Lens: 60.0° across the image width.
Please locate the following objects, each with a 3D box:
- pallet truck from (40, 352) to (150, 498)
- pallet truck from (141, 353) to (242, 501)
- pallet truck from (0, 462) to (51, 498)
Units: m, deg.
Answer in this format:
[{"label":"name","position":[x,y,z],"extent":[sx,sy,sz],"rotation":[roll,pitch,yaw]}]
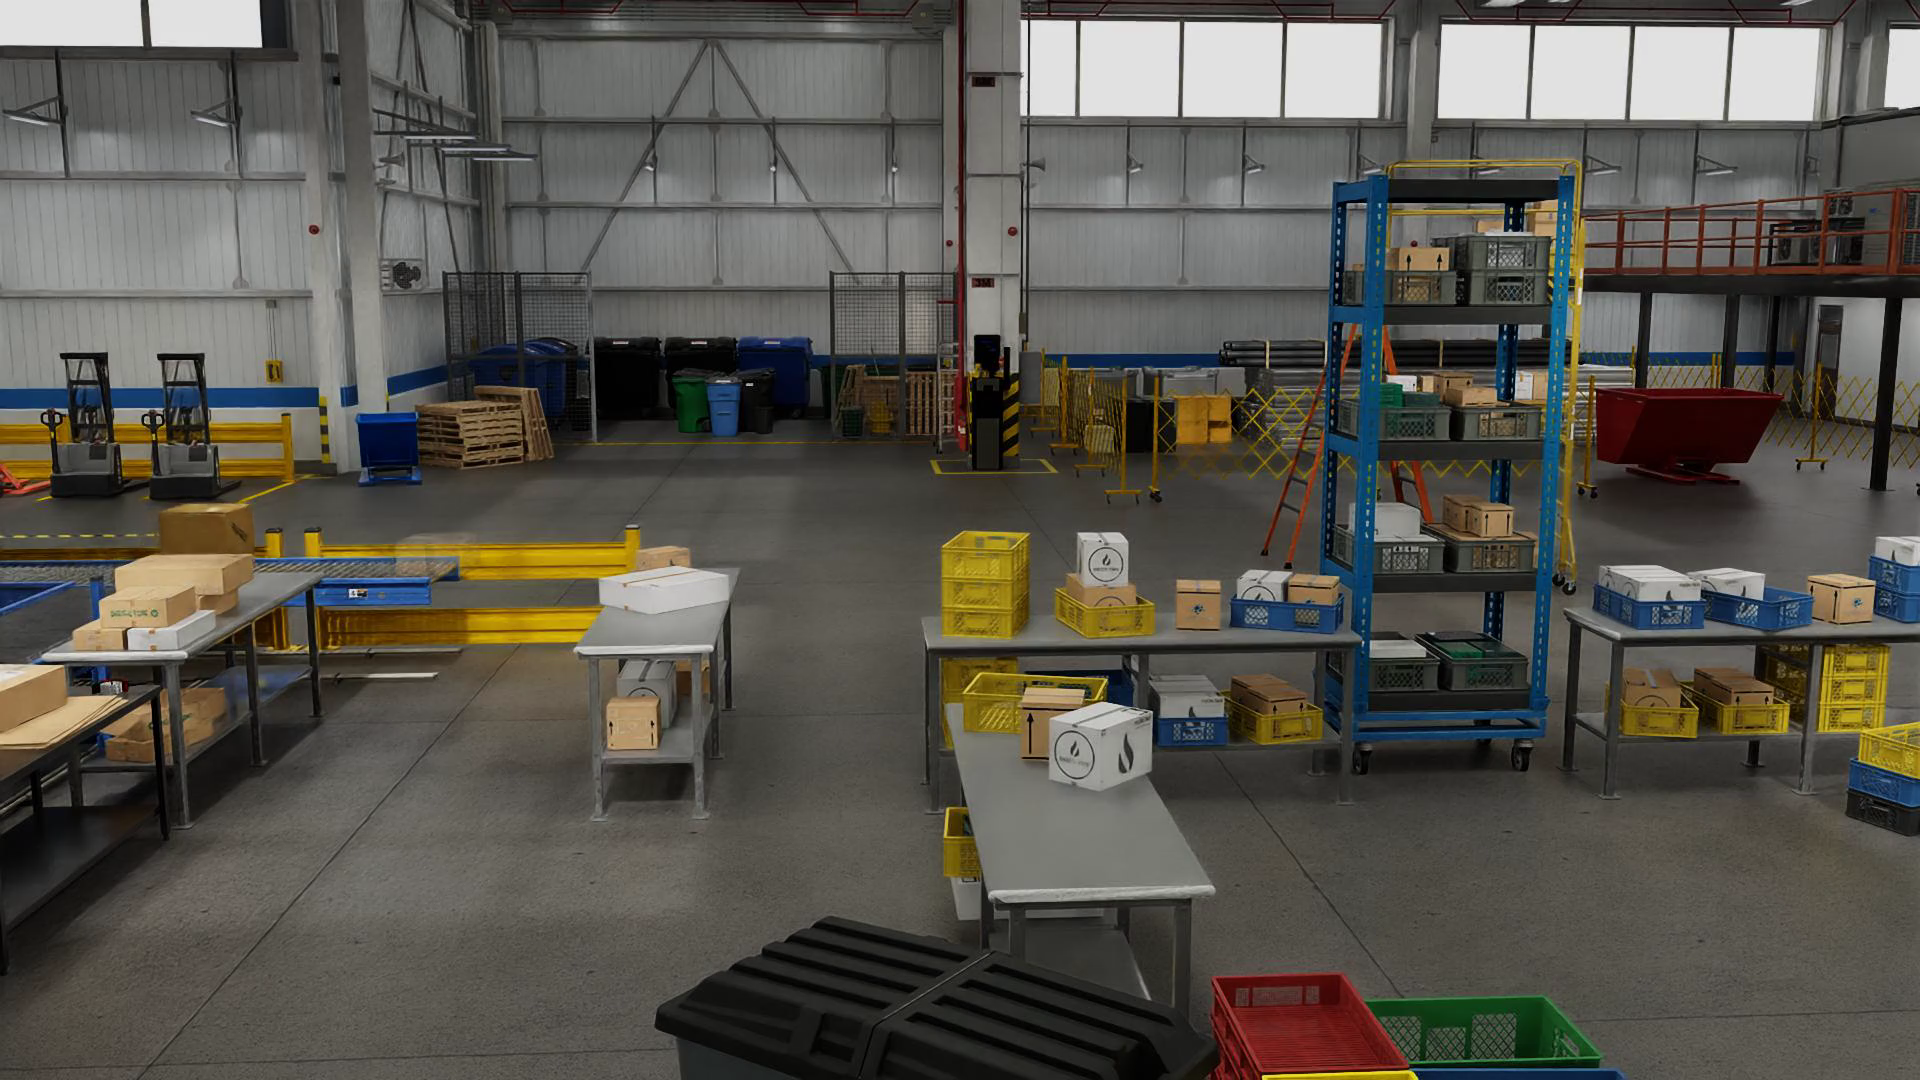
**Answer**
[{"label":"pallet truck","position":[-11.907,-1.642,23.165],"extent":[0.823,1.965,1.885],"rotation":[0,9,0]},{"label":"pallet truck","position":[-10.520,-1.604,22.925],"extent":[0.823,1.965,1.885],"rotation":[-1,9,-6]},{"label":"pallet truck","position":[-13.193,-1.293,23.148],"extent":[0.653,1.274,1.630],"rotation":[-1,9,-4]}]
